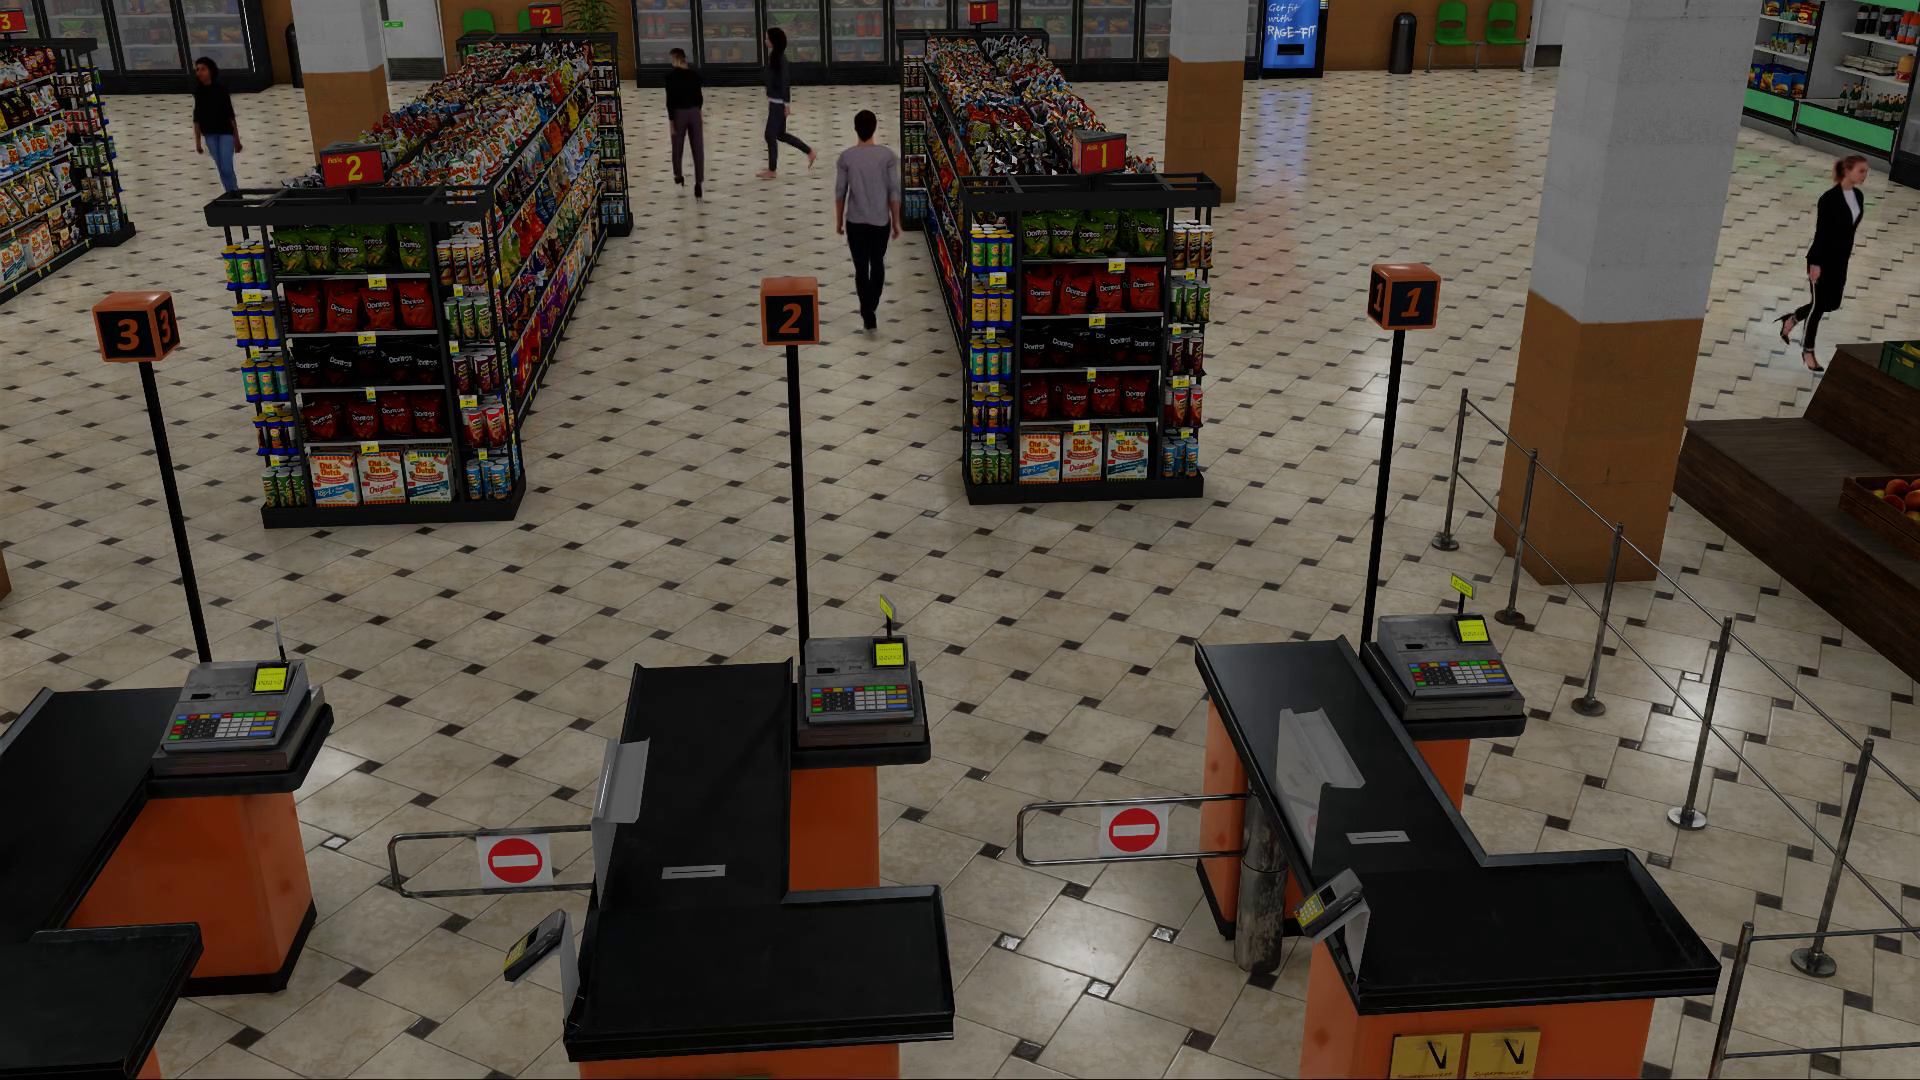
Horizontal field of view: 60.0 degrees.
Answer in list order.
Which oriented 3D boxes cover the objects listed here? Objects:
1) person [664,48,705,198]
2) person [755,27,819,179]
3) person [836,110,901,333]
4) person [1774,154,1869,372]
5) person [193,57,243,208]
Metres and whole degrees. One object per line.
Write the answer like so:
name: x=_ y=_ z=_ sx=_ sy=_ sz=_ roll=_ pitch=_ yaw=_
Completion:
person: x=-3.064 y=-4.671 z=18.789 sx=0.796 sy=1.628 sz=1.101 roll=-8 pitch=25 yaw=-18
person: x=-2.080 y=-5.212 z=19.882 sx=0.860 sy=1.743 sz=1.052 roll=-8 pitch=25 yaw=-18
person: x=-0.763 y=-2.611 z=13.878 sx=0.737 sy=1.792 sz=1.199 roll=-4 pitch=24 yaw=-9
person: x=6.718 y=-2.176 z=13.012 sx=0.759 sy=1.689 sz=0.889 roll=-10 pitch=25 yaw=-21
person: x=-7.964 y=-4.345 z=17.972 sx=0.624 sy=1.687 sz=0.759 roll=1 pitch=24 yaw=2
